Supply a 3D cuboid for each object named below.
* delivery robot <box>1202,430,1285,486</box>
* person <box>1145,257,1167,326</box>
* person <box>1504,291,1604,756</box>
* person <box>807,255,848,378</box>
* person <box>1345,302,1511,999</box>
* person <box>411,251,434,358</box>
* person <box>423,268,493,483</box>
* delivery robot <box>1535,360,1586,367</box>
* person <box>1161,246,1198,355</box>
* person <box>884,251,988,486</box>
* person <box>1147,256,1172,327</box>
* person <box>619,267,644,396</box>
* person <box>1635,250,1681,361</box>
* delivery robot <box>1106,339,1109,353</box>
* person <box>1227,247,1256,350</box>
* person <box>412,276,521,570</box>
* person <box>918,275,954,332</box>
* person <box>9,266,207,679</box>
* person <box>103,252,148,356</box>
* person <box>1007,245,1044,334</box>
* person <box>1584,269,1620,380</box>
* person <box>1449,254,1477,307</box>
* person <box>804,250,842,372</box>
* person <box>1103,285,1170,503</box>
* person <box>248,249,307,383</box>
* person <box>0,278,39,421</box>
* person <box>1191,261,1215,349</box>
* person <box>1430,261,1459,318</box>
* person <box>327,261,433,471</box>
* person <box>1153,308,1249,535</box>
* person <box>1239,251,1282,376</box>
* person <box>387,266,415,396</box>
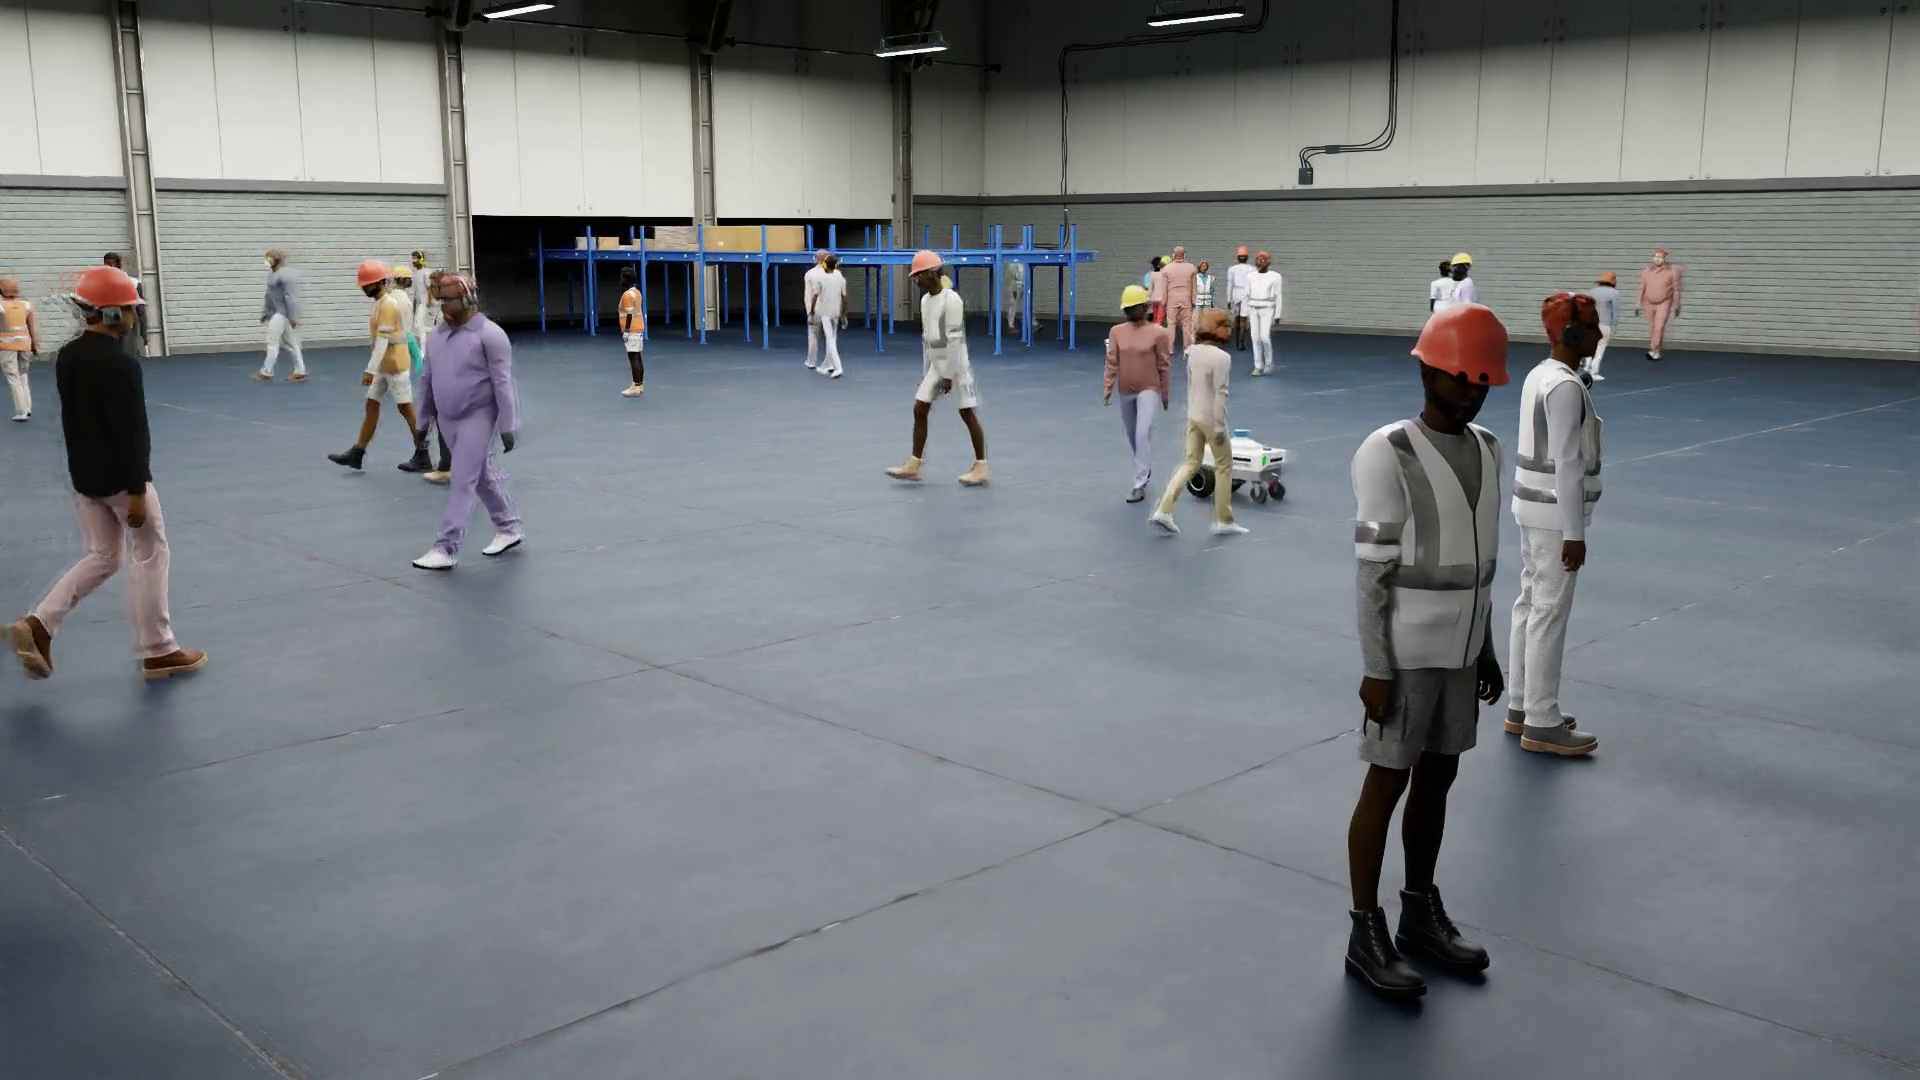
[{"bbox_3d":[2.272,-0.654,13.508,0.707,0.478,0.477,9,14,42],"label":"delivery robot"},{"bbox_3d":[3.916,-4.794,33.158,0.573,1.673,0.469,-7,13,-35],"label":"person"},{"bbox_3d":[2.473,-0.076,6.882,0.355,1.881,0.576,1,10,6],"label":"person"},{"bbox_3d":[-1.956,-3.363,24.986,0.536,1.825,0.995,-6,12,-31],"label":"person"},{"bbox_3d":[1.335,0.306,4.667,0.542,1.929,0.374,-7,13,-34],"label":"person"},{"bbox_3d":[-9.297,-4.104,28.926,0.598,1.851,0.532,-9,14,-40],"label":"person"},{"bbox_3d":[-4.381,-1.417,14.314,0.453,1.833,0.537,0,10,0],"label":"person"},{"bbox_3d":[8.198,-2.467,22.686,0.698,0.223,0.335,-4,11,-20],"label":"delivery robot"},{"bbox_3d":[3.883,-4.242,29.510,0.643,1.913,0.411,0,10,1],"label":"person"},{"bbox_3d":[-0.190,-1.451,14.141,0.868,1.977,0.637,-7,12,-32],"label":"person"},{"bbox_3d":[3.802,-4.500,31.467,0.546,1.706,0.895,7,12,32],"label":"person"},{"bbox_3d":[-4.351,-2.764,22.032,0.318,1.699,0.534,0,10,1],"label":"person"},{"bbox_3d":[11.699,-3.940,27.989,0.673,1.855,0.997,10,14,44],"label":"person"},{"bbox_3d":[2.781,-3.241,27.603,0.707,0.478,0.477,-5,11,-26],"label":"delivery robot"},{"bbox_3d":[5.272,-4.504,31.019,0.548,1.887,0.948,4,11,23],"label":"person"},{"bbox_3d":[-3.213,-0.768,10.737,0.667,1.853,1.014,6,12,30],"label":"person"},{"bbox_3d":[-0.264,-3.178,24.068,0.706,1.799,0.643,9,14,40],"label":"person"},{"bbox_3d":[-4.039,-0.289,7.796,0.619,1.969,0.764,7,12,32],"label":"person"},{"bbox_3d":[-10.316,-2.543,20.286,0.621,1.889,0.845,0,10,-1],"label":"person"},{"bbox_3d":[1.366,-5.377,35.717,0.646,1.895,1.002,-9,14,-41],"label":"person"},{"bbox_3d":[9.395,-3.136,24.297,0.362,1.616,0.496,-5,12,-27],"label":"person"},{"bbox_3d":[6.246,-2.601,20.661,0.392,1.880,0.697,2,11,10],"label":"person"},{"bbox_3d":[-2.168,-3.593,26.087,0.641,1.865,0.948,-4,11,-19],"label":"person"},{"bbox_3d":[1.483,-1.226,13.610,0.512,1.732,0.883,6,12,29],"label":"person"},{"bbox_3d":[-9.912,-3.215,23.941,0.939,1.900,0.641,-7,12,-33],"label":"person"},{"bbox_3d":[-10.879,-2.176,19.046,0.581,1.619,0.518,6,12,31],"label":"person"},{"bbox_3d":[4.513,-4.394,31.083,0.511,1.640,0.308,-3,11,-15],"label":"person"},{"bbox_3d":[8.108,-3.817,27.798,0.545,1.682,0.441,0,10,-2],"label":"person"},{"bbox_3d":[-5.206,-1.536,14.841,0.928,1.877,0.545,-6,12,-32],"label":"person"},{"bbox_3d":[1.700,-0.826,11.746,0.729,1.616,0.518,-5,11,-24],"label":"person"},{"bbox_3d":[4.517,-3.405,25.062,0.581,1.868,0.412,7,12,32],"label":"person"},{"bbox_3d":[-7.382,-2.769,22.031,0.931,1.720,0.536,-5,12,-26],"label":"person"}]
